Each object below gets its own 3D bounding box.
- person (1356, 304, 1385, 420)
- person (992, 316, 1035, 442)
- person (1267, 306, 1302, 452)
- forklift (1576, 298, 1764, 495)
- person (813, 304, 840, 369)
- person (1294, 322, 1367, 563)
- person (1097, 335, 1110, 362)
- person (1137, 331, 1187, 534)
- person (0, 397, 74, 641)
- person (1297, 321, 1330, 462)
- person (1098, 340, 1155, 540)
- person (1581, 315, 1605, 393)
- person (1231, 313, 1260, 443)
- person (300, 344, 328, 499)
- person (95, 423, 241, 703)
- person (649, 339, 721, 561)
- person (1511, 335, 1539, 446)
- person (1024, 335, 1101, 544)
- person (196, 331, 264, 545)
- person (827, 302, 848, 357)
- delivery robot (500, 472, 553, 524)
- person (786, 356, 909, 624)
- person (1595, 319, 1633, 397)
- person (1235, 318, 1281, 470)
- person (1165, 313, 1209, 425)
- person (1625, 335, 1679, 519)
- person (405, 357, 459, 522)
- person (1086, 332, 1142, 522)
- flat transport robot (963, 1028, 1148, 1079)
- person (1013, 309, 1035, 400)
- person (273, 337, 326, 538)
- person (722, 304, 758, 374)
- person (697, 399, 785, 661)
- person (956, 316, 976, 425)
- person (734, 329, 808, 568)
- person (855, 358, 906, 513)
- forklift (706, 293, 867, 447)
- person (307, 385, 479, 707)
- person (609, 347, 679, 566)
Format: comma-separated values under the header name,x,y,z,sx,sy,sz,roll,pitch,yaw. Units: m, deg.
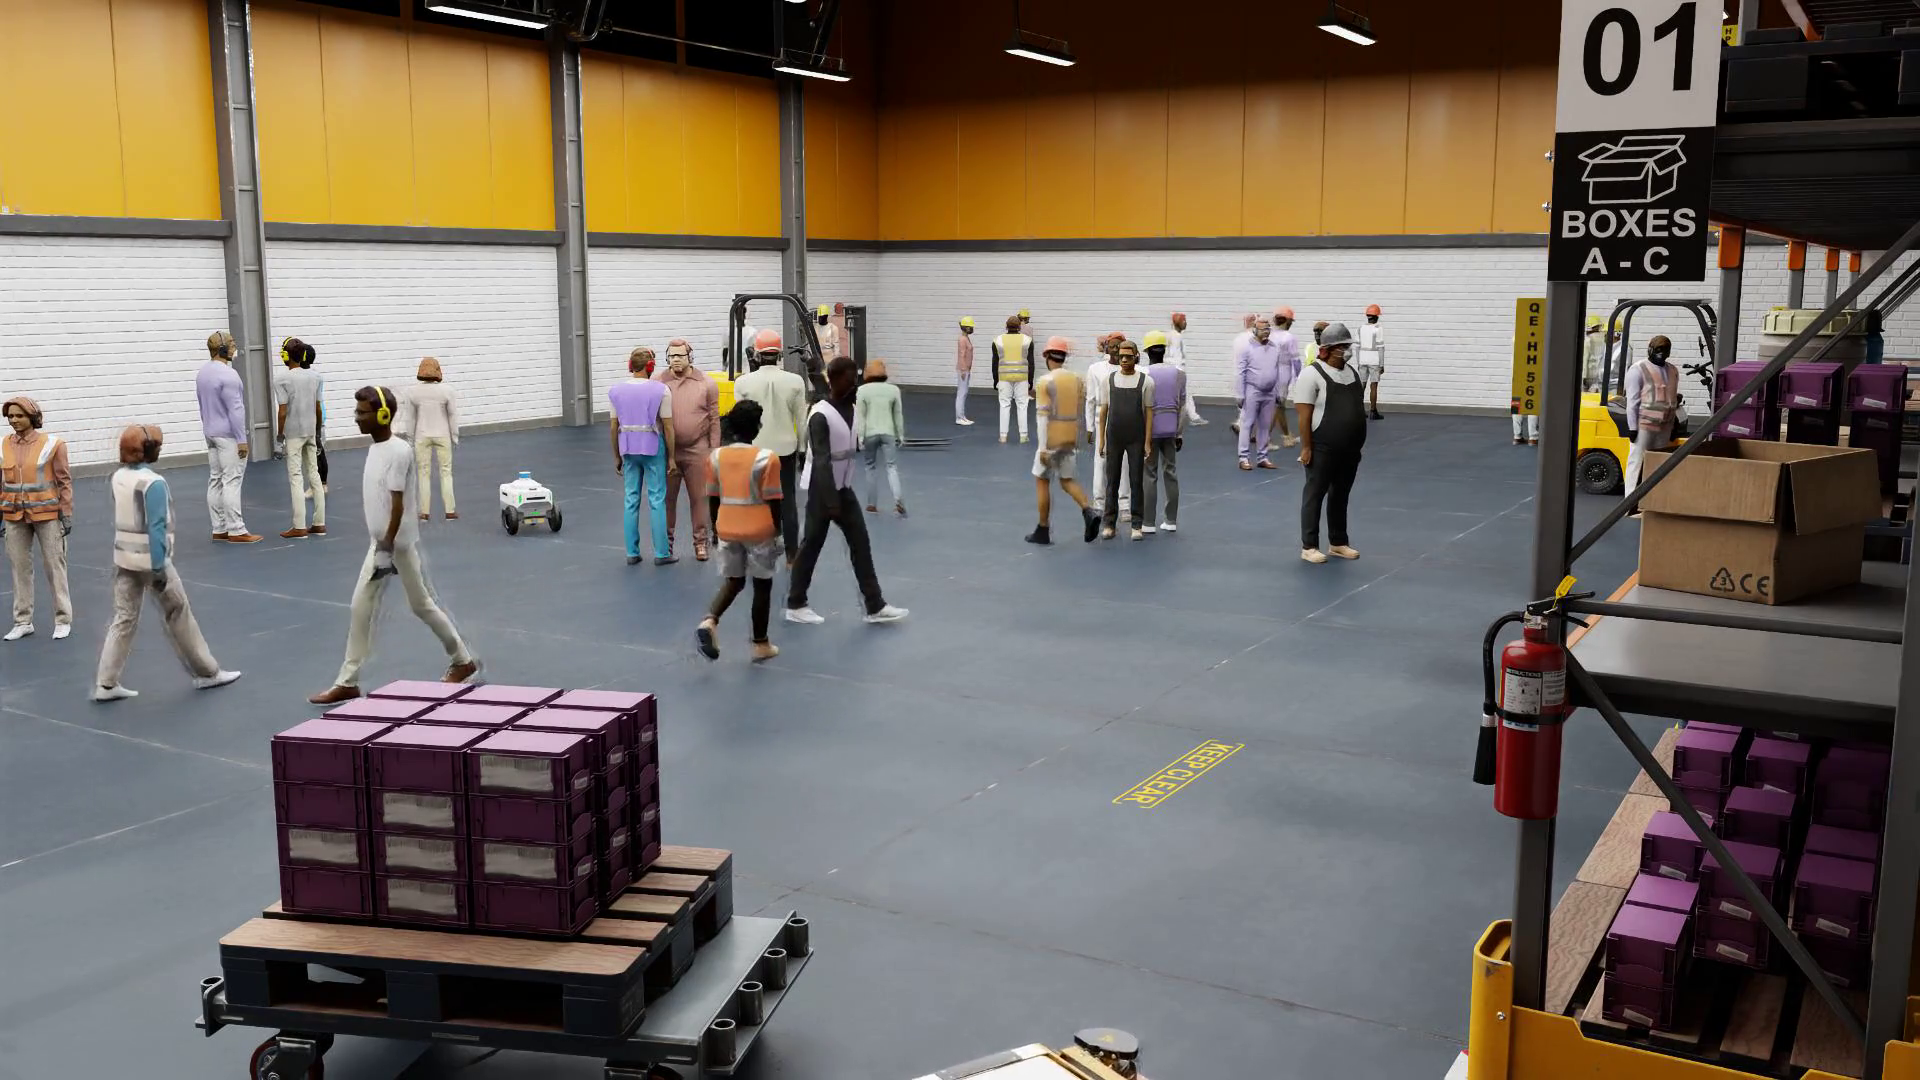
name,x,y,z,sx,sy,sz,roll,pitch,yaw
person,6.927,-2.995,28.034,0.362,1.938,0.545,-8,12,-42
person,0.776,-2.335,24.216,0.626,1.844,0.429,0,9,2
person,4.504,-2.230,23.072,0.956,1.994,0.617,-6,11,-31
forklift,7.954,-1.589,18.462,2.313,2.155,1.214,5,11,30
person,-2.371,-3.190,29.310,0.622,1.920,0.394,8,12,40
person,3.209,-0.830,14.204,0.688,2.000,0.539,-6,11,-32
person,1.977,-1.935,22.375,0.315,1.632,0.527,0,9,2
person,1.852,-1.012,15.726,0.585,1.917,0.382,-4,10,-24
person,-6.220,-0.142,11.155,0.523,1.639,0.306,-1,9,-6
person,4.661,-1.901,21.512,0.636,1.840,0.429,9,13,43
person,1.530,-0.916,15.348,0.508,1.846,0.345,2,9,13
person,9.864,-2.616,26.082,0.607,1.799,0.804,-3,10,-21
person,4.174,-2.325,23.985,0.474,1.890,0.675,-3,10,-17
person,-7.119,-1.300,18.201,0.320,1.698,0.531,0,9,-3
person,-4.668,0.125,9.630,0.536,1.596,0.789,7,11,35
person,-2.368,-0.759,14.176,0.652,1.906,0.402,-1,9,-4
person,8.153,-2.310,23.758,0.372,1.940,0.632,-6,11,-33
person,0.935,-0.882,14.962,0.567,1.901,0.707,-7,11,-36
person,-6.648,-0.918,15.072,0.631,1.940,0.372,7,12,39
person,-2.327,-3.674,32.369,0.642,1.908,0.407,0,9,0
delivery robot,-4.154,-0.409,15.904,0.477,0.478,0.707,-5,11,-30
person,-0.810,-0.324,11.532,0.982,1.875,0.626,4,10,24
person,9.056,-2.160,23.148,0.403,1.830,0.599,-3,10,-19
person,3.757,-1.826,20.837,0.652,1.906,0.403,-4,10,-25
person,3.489,-2.747,26.855,1.025,1.829,0.585,2,9,10
person,6.982,-1.138,16.759,0.624,1.841,0.430,-4,10,-23
person,-5.227,-0.995,16.499,0.505,1.633,0.279,-2,9,-12
person,1.530,-1.116,16.485,0.574,1.882,0.356,0,9,2
flat transport robot,0.021,1.633,4.337,1.431,0.197,0.652,-6,11,-32
person,1.228,-3.605,32.383,0.533,1.765,0.322,7,11,37
person,-6.153,-0.947,15.464,0.328,1.872,0.514,5,10,29
person,-3.604,-2.889,27.308,0.632,1.954,0.419,0,9,1
person,-1.363,-0.039,10.396,0.537,1.680,0.567,4,10,26
person,0.101,-2.751,27.055,0.329,1.765,0.533,1,9,9
person,-1.570,-0.750,13.835,0.618,1.997,0.373,-2,9,-12
person,-0.791,-1.045,16.920,0.512,1.604,0.609,-3,10,-20
forklift,-2.458,-2.344,23.176,2.313,2.155,1.214,0,9,-2
person,-3.268,0.018,9.592,0.514,1.832,0.967,9,13,44
person,-2.662,-0.693,13.978,0.563,1.838,0.389,2,9,12
